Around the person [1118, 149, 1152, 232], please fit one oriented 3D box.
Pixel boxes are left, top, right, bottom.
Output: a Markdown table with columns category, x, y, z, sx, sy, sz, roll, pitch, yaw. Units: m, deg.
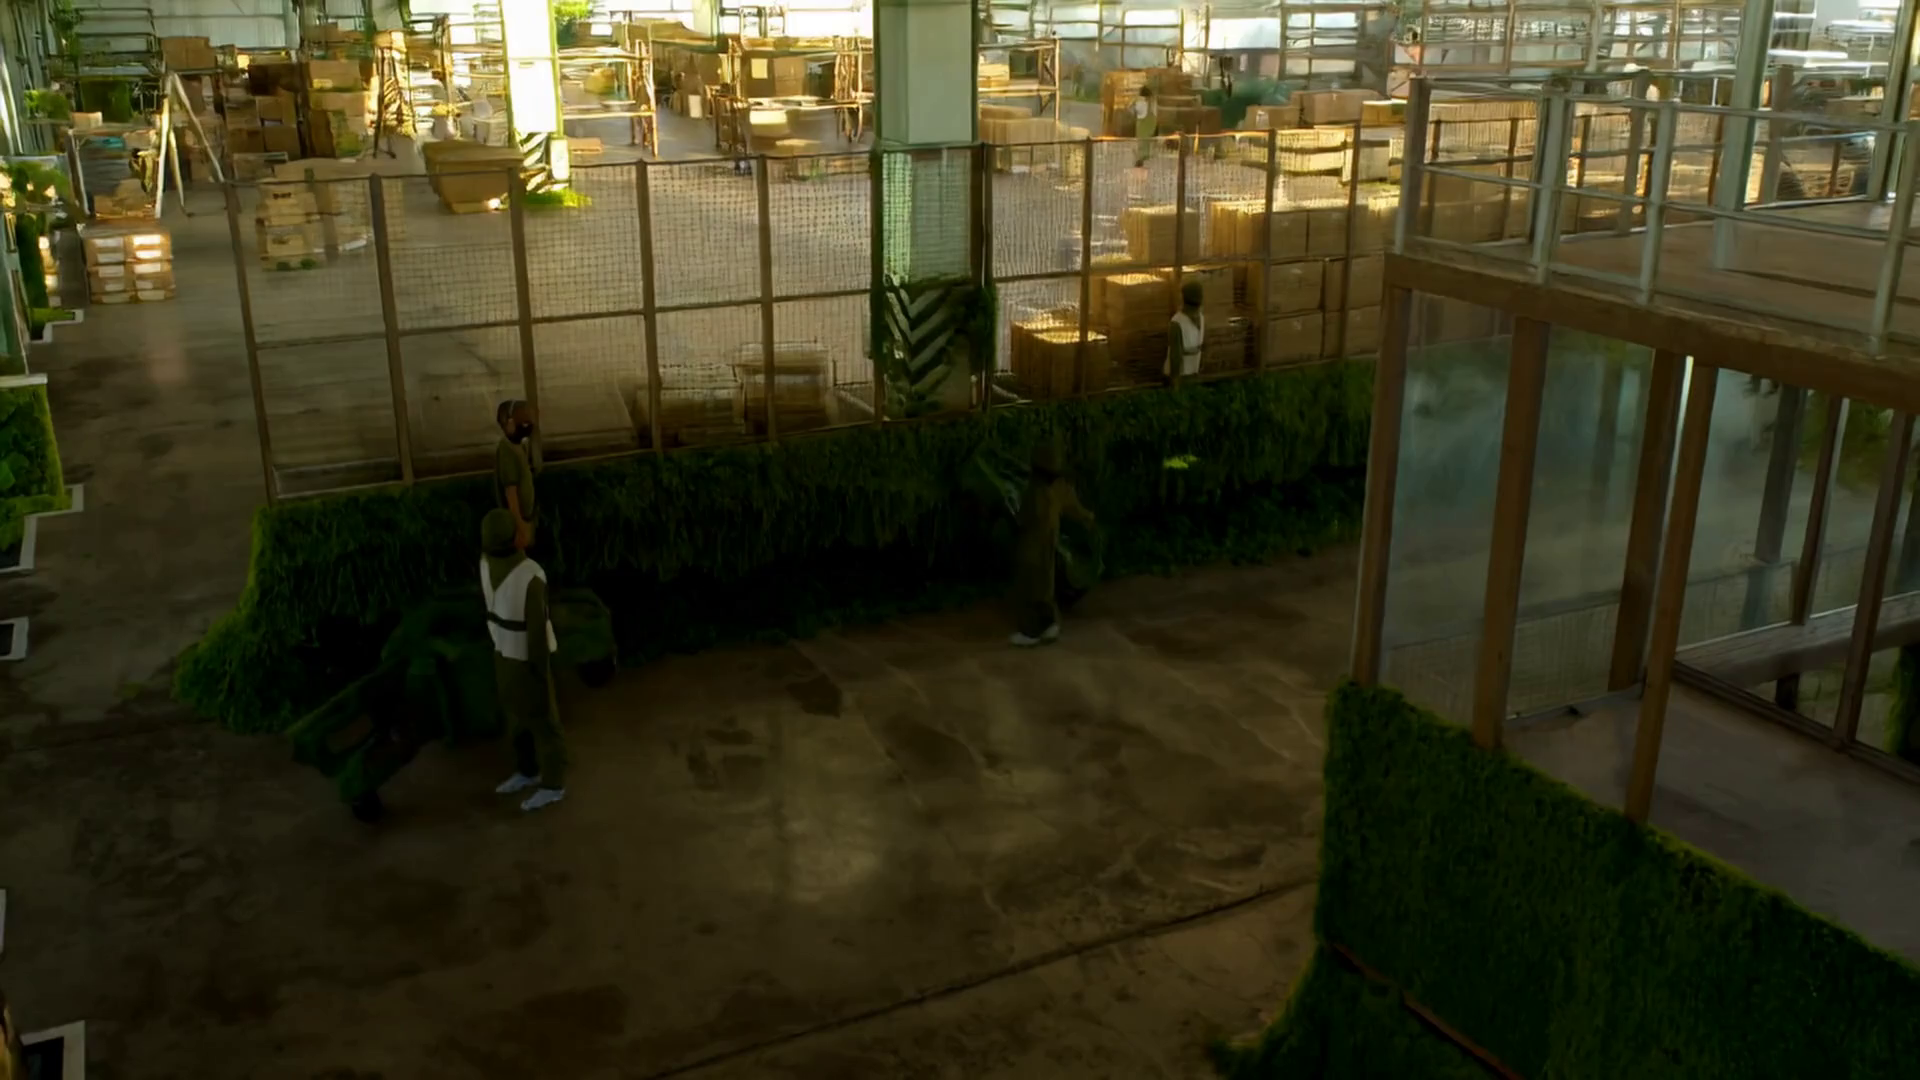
| category | x | y | z | sx | sy | sz | roll | pitch | yaw |
| --- | --- | --- | --- | --- | --- | --- | --- | --- | --- |
| person | 3.022 | -5.822 | 28.991 | 0.622 | 1.930 | 0.773 | 10 | 21 | 27 |

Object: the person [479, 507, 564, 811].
| category | x | y | z | sx | sy | sz | roll | pitch | yaw |
| --- | --- | --- | --- | --- | --- | --- | --- | --- | --- |
| person | -2.670 | 0.699 | 10.120 | 0.585 | 1.911 | 0.388 | 17 | 25 | 40 |

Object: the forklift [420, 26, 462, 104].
| category | x | y | z | sx | sy | sz | roll | pitch | yaw |
| --- | --- | --- | --- | --- | --- | --- | --- | --- | --- |
| forklift | -19.640 | -17.761 | 62.156 | 1.873 | 2.768 | 1.129 | -5 | 20 | -13 |

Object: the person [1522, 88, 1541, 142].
| category | x | y | z | sx | sy | sz | roll | pitch | yaw |
| --- | --- | --- | --- | --- | --- | --- | --- | --- | --- |
| person | 14.849 | -10.706 | 43.086 | 0.603 | 1.966 | 0.368 | 5 | 20 | 15 |

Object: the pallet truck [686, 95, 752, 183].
| category | x | y | z | sx | sy | sz | roll | pitch | yaw |
| --- | --- | --- | --- | --- | --- | --- | --- | --- | --- |
| pallet truck | -5.836 | -9.608 | 39.856 | 0.823 | 1.965 | 1.885 | 10 | 22 | 27 |

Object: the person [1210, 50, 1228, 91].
| category | x | y | z | sx | sy | sz | roll | pitch | yaw |
| --- | --- | --- | --- | --- | --- | --- | --- | --- | --- |
| person | 10.782 | -19.384 | 68.719 | 0.861 | 1.647 | 0.544 | -8 | 20 | -21 |

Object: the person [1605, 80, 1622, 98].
| category | x | y | z | sx | sy | sz | roll | pitch | yaw |
| --- | --- | --- | --- | --- | --- | --- | --- | --- | --- |
| person | 21.092 | -14.224 | 53.769 | 0.544 | 1.650 | 0.902 | 12 | 22 | 31 |

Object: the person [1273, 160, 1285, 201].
| category | x | y | z | sx | sy | sz | roll | pitch | yaw |
| --- | --- | --- | --- | --- | --- | --- | --- | --- | --- |
| person | 5.266 | -5.404 | 27.843 | 0.352 | 1.881 | 0.576 | 2 | 19 | 5 |

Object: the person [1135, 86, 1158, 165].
| category | x | y | z | sx | sy | sz | roll | pitch | yaw |
| --- | --- | --- | --- | --- | --- | --- | --- | --- | --- |
| person | 4.802 | -10.735 | 43.057 | 0.703 | 2.000 | 0.824 | -12 | 22 | -31 |

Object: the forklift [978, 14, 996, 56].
| category | x | y | z | sx | sy | sz | roll | pitch | yaw |
| --- | --- | --- | --- | --- | --- | --- | --- | --- | --- |
| forklift | 1.195 | -23.060 | 77.516 | 1.129 | 2.768 | 1.873 | -15 | 24 | -38 |

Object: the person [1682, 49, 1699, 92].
| category | x | y | z | sx | sy | sz | roll | pitch | yaw |
| --- | --- | --- | --- | --- | --- | --- | --- | --- | --- |
| person | 29.994 | -19.170 | 67.945 | 0.529 | 1.739 | 0.777 | -9 | 21 | -25 |

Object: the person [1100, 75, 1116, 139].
| category | x | y | z | sx | sy | sz | roll | pitch | yaw |
| --- | --- | --- | --- | --- | --- | --- | --- | --- | --- |
| person | 4.432 | -12.947 | 49.748 | 0.531 | 1.860 | 0.332 | 15 | 24 | 37 |

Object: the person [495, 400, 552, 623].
| category | x | y | z | sx | sy | sz | roll | pitch | yaw |
| --- | --- | --- | --- | --- | --- | --- | --- | --- | --- |
| person | -3.328 | -0.148 | 12.625 | 0.328 | 1.872 | 0.511 | -5 | 20 | -14 |

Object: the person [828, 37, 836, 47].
| category | x | y | z | sx | sy | sz | roll | pitch | yaw |
| --- | --- | --- | --- | --- | --- | --- | --- | --- | --- |
| person | -5.804 | -22.007 | 75.966 | 1.012 | 1.901 | 0.641 | 17 | 25 | 40 |

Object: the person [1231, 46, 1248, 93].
| category | x | y | z | sx | sy | sz | roll | pitch | yaw |
| --- | --- | --- | --- | --- | --- | --- | --- | --- | --- |
| person | 11.515 | -19.029 | 67.329 | 0.983 | 1.895 | 0.561 | 8 | 21 | 22 |

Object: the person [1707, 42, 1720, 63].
| category | x | y | z | sx | sy | sz | roll | pitch | yaw |
| --- | --- | --- | --- | --- | --- | --- | --- | --- | --- |
| person | 32.681 | -20.686 | 72.259 | 0.504 | 1.806 | 0.665 | 1 | 19 | 3 |

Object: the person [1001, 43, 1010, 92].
| category | x | y | z | sx | sy | sz | roll | pitch | yaw |
| --- | --- | --- | --- | --- | --- | --- | --- | --- | --- |
| person | 1.870 | -19.108 | 67.399 | 0.376 | 1.995 | 0.611 | 7 | 20 | 20 |

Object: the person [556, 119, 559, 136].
| category | x | y | z | sx | sy | sz | roll | pitch | yaw |
| --- | --- | --- | --- | --- | --- | --- | --- | --- | --- |
| person | -11.924 | -12.302 | 47.856 | 1.019 | 1.865 | 0.670 | -17 | 25 | -40 |

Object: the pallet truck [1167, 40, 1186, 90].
| category | x | y | z | sx | sy | sz | roll | pitch | yaw |
| --- | --- | --- | --- | --- | --- | --- | --- | --- | --- |
| pallet truck | 9.045 | -19.971 | 69.895 | 0.823 | 1.965 | 1.885 | -3 | 19 | -8 |

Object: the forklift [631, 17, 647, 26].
| category | x | y | z | sx | sy | sz | roll | pitch | yaw |
| --- | --- | --- | --- | --- | --- | --- | --- | --- | --- |
| forklift | -14.037 | -21.519 | 73.051 | 1.873 | 2.768 | 1.129 | 5 | 20 | 14 |

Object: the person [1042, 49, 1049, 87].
| category | x | y | z | sx | sy | sz | roll | pitch | yaw |
| --- | --- | --- | --- | --- | --- | --- | --- | --- | --- |
| person | 3.495 | -19.563 | 69.166 | 0.315 | 1.695 | 0.541 | 12 | 22 | 31 |

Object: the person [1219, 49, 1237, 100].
| category | x | y | z | sx | sy | sz | roll | pitch | yaw |
| --- | --- | --- | --- | --- | --- | --- | --- | --- | --- |
| person | 10.353 | -18.021 | 64.367 | 0.667 | 1.911 | 0.568 | 3 | 19 | 7 |

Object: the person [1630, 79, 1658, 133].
| category | x | y | z | sx | sy | sz | roll | pitch | yaw |
| --- | --- | --- | --- | --- | --- | --- | --- | --- | --- |
| person | 20.058 | -12.620 | 48.804 | 0.644 | 1.866 | 0.985 | 2 | 19 | 6 |

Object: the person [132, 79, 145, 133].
| category | x | y | z | sx | sy | sz | roll | pitch | yaw |
| --- | --- | --- | --- | --- | --- | --- | --- | --- | --- |
| person | -25.379 | -13.405 | 51.419 | 0.522 | 1.631 | 0.324 | 6 | 20 | 17 |

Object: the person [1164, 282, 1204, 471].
| category | x | y | z | sx | sy | sz | roll | pitch | yaw |
| --- | --- | --- | --- | --- | --- | --- | --- | --- | --- |
| person | 2.296 | -1.687 | 17.014 | 0.391 | 1.918 | 0.590 | 12 | 22 | 31 |

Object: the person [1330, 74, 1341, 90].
| category | x | y | z | sx | sy | sz | roll | pitch | yaw |
| --- | --- | --- | --- | --- | --- | --- | --- | --- | --- |
| person | 12.156 | -14.284 | 53.968 | 0.316 | 1.629 | 0.507 | -8 | 21 | -23 |

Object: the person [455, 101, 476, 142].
| category | x | y | z | sx | sy | sz | roll | pitch | yaw |
| --- | --- | --- | --- | --- | --- | --- | --- | --- | --- |
| person | -11.683 | -9.378 | 39.293 | 0.369 | 1.928 | 0.586 | 11 | 22 | 28 |

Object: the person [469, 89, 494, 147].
| category | x | y | z | sx | sy | sz | roll | pitch | yaw |
| --- | --- | --- | --- | --- | --- | --- | --- | --- | --- |
| person | -12.861 | -11.228 | 44.841 | 0.646 | 1.796 | 0.938 | -3 | 19 | -9 |

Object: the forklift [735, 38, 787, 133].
| category | x | y | z | sx | sy | sz | roll | pitch | yaw |
| --- | --- | --- | --- | --- | --- | --- | --- | --- | --- |
| forklift | -6.213 | -14.163 | 51.726 | 1.129 | 2.768 | 1.873 | -9 | 21 | -25 |

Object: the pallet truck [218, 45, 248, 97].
| category | x | y | z | sx | sy | sz | roll | pitch | yaw |
| --- | --- | --- | --- | --- | --- | --- | --- | --- | --- |
| pallet truck | -28.879 | -18.665 | 66.111 | 0.823 | 1.965 | 1.885 | -3 | 19 | -9 |

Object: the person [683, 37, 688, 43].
| category | x | y | z | sx | sy | sz | roll | pitch | yaw |
| --- | --- | --- | --- | --- | --- | --- | --- | --- | --- |
| person | -12.240 | -21.510 | 74.451 | 0.551 | 1.932 | 0.377 | -5 | 20 | -14 |

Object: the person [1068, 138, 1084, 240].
| category | x | y | z | sx | sy | sz | roll | pitch | yaw |
| --- | --- | --- | --- | --- | --- | --- | --- | --- | --- |
| person | 2.260 | -6.623 | 31.394 | 0.350 | 1.878 | 0.567 | -17 | 25 | -40 |
